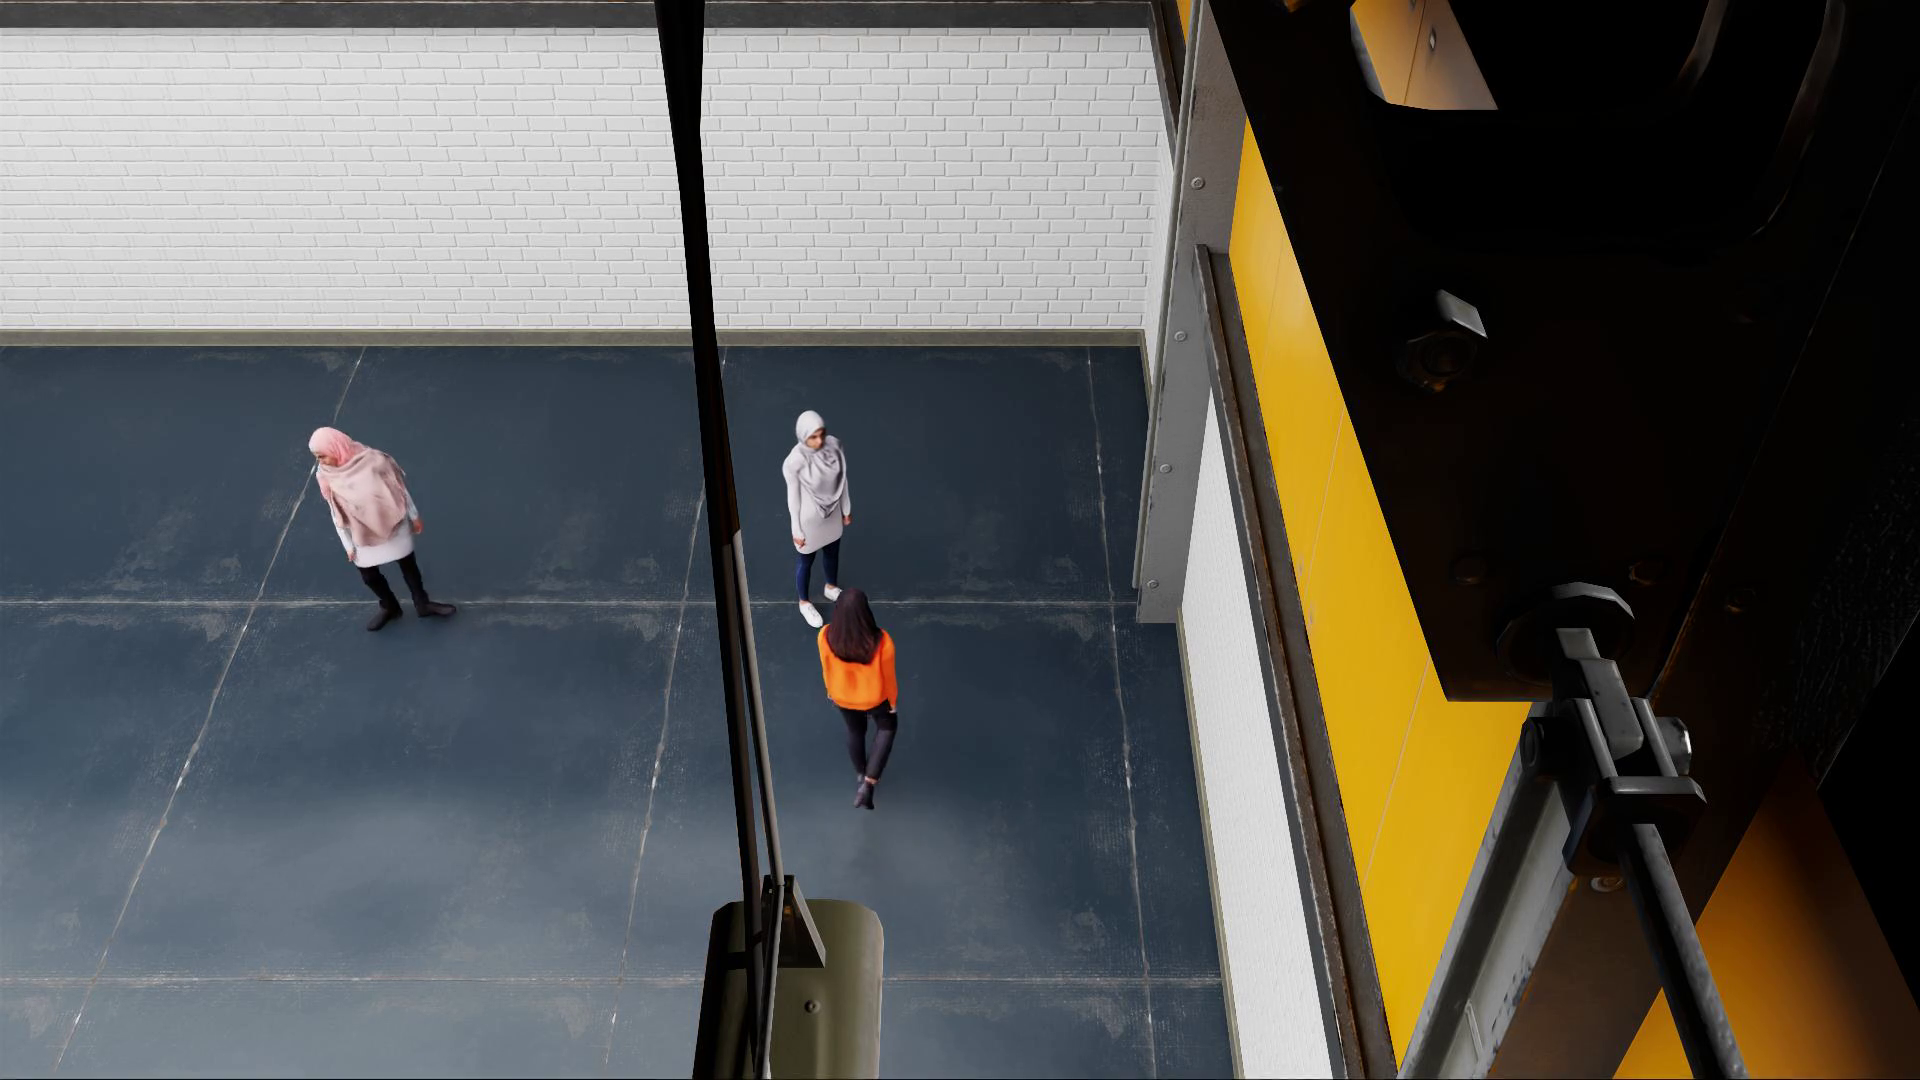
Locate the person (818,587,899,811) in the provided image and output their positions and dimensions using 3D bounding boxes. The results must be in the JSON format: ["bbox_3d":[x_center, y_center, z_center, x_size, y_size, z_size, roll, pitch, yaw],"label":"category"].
[{"bbox_3d":[-0.593,0.980,9.826,0.737,1.737,0.855,11,45,11],"label":"person"}]

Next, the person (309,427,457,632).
[{"bbox_3d":[-3.762,-0.096,10.921,0.822,1.784,0.711,-22,48,-22],"label":"person"}]

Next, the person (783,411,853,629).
[{"bbox_3d":[-0.946,-0.161,11.000,0.697,1.769,0.731,-28,50,-26],"label":"person"}]
